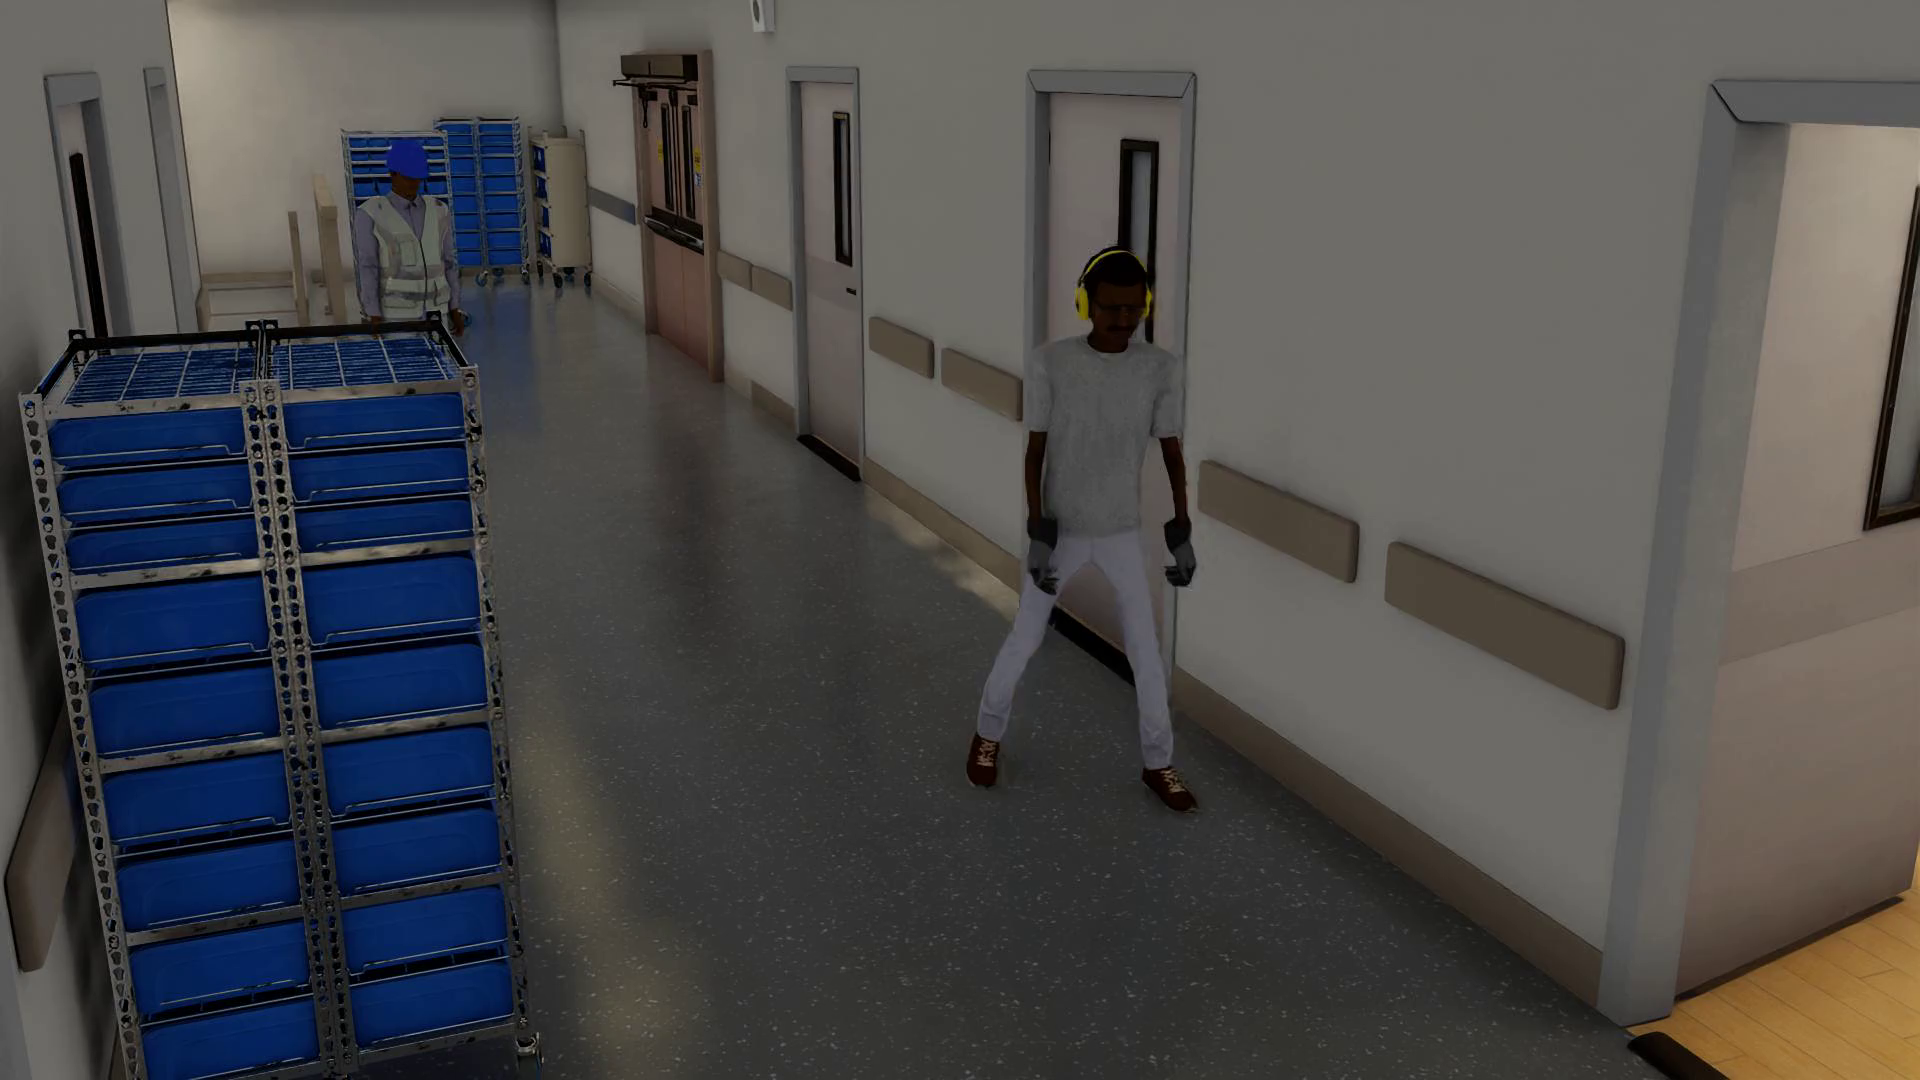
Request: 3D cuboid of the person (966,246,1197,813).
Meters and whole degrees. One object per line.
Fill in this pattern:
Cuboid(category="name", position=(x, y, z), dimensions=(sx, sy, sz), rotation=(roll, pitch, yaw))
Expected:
Cuboid(category="person", position=(0.424, -0.028, 5.361), dimensions=(0.706, 1.833, 0.492), rotation=(-1, 16, -3))

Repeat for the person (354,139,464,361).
Cuboid(category="person", position=(-3.176, -1.340, 9.677), dimensions=(0.397, 1.939, 0.602), rotation=(14, 21, 40))
